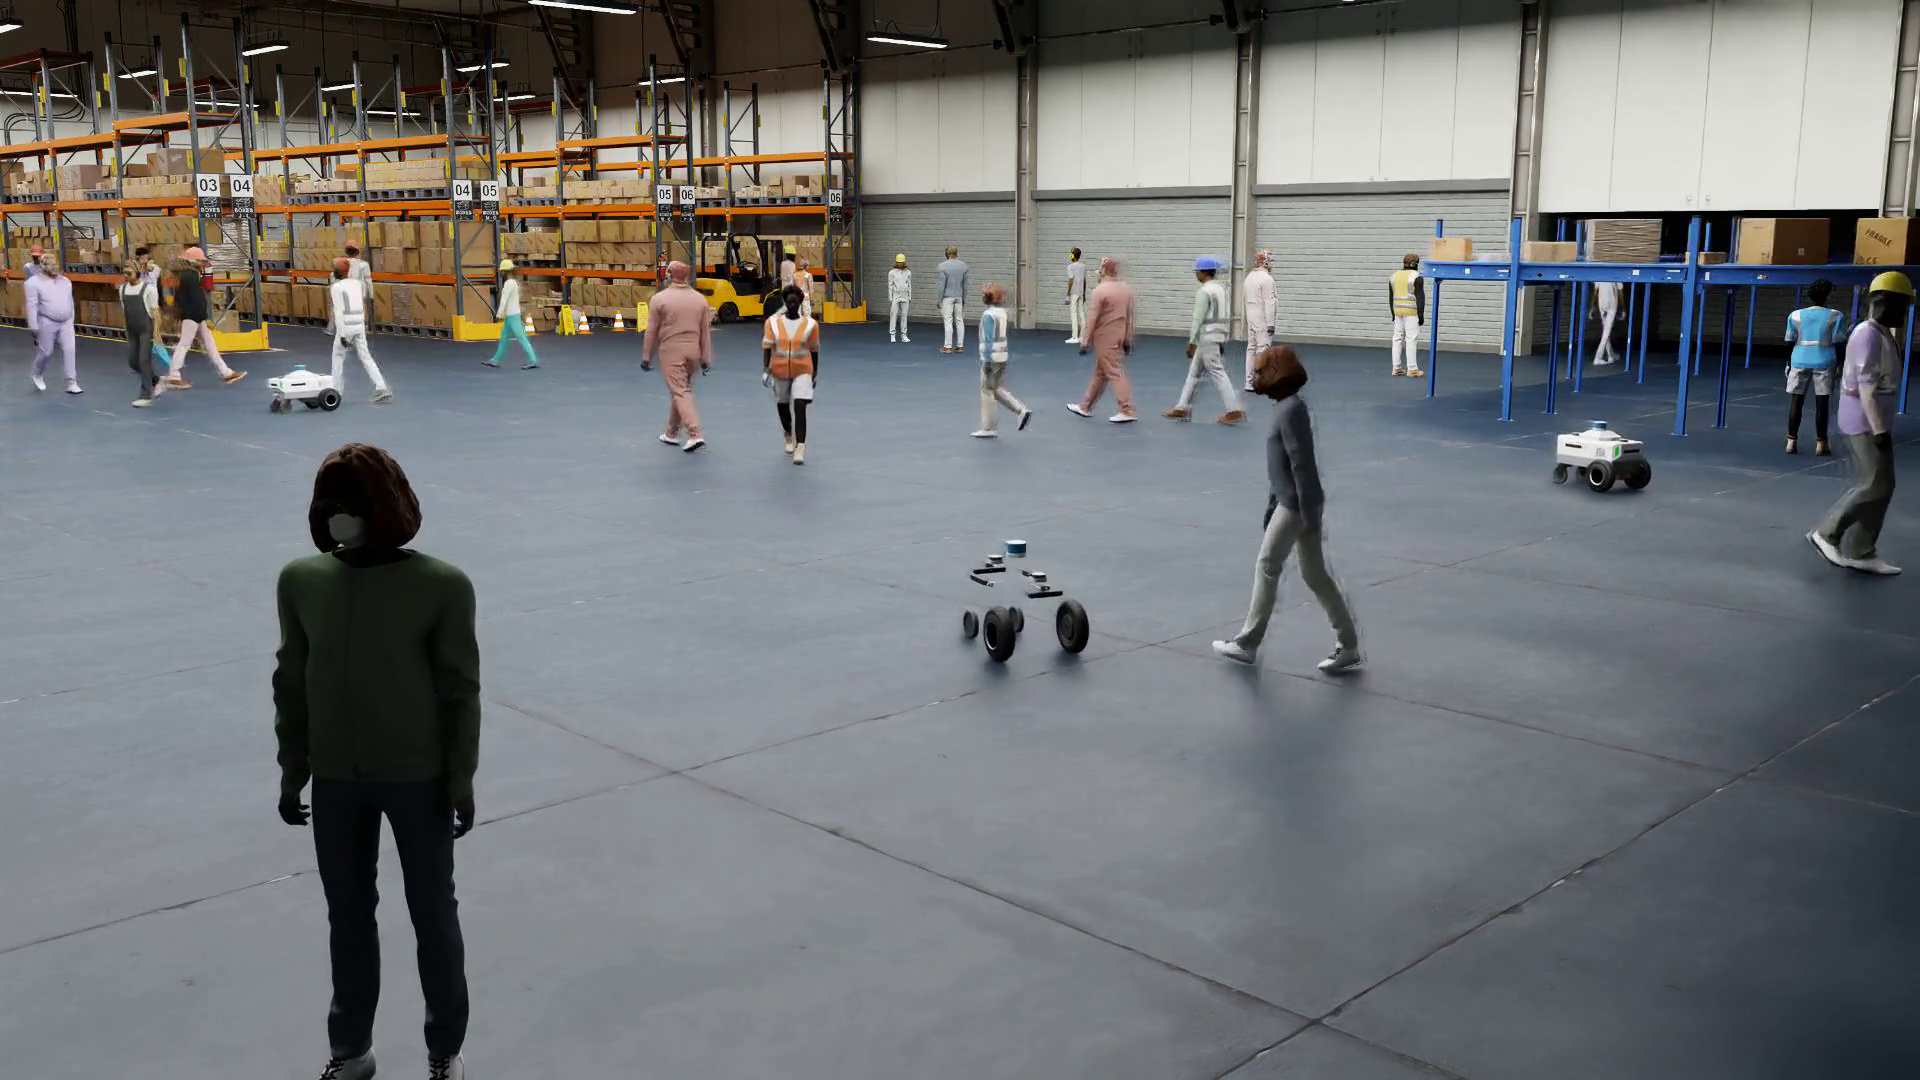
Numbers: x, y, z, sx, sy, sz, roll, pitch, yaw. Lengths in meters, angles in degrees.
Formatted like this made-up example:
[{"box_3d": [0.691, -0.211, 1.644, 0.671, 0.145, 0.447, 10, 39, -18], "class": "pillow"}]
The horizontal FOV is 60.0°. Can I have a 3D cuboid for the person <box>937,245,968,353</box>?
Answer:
[{"box_3d": [-0.146, -4.350, 30.027, 0.636, 1.937, 0.358, -7, 13, -34], "class": "person"}]

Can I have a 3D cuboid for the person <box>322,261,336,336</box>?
[{"box_3d": [-12.976, -5.030, 34.660, 0.847, 1.598, 0.544, 6, 12, 28], "class": "person"}]

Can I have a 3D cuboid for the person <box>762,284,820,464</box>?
[{"box_3d": [-1.585, -1.594, 15.741, 0.530, 1.664, 0.823, 0, 10, 1], "class": "person"}]

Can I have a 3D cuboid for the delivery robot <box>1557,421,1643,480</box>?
[{"box_3d": [5.417, -0.764, 14.107, 0.477, 0.478, 0.707, -5, 11, -25], "class": "delivery robot"}]

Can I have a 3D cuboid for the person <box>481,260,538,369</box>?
[{"box_3d": [-7.159, -3.570, 26.377, 0.912, 1.719, 0.526, -1, 10, -6], "class": "person"}]

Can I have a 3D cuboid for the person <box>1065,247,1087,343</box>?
[{"box_3d": [2.283, -4.821, 32.784, 0.526, 1.869, 0.315, -9, 14, -40], "class": "person"}]

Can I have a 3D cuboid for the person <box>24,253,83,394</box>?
[{"box_3d": [-12.262, -2.924, 22.432, 0.862, 1.877, 0.650, 7, 12, 33], "class": "person"}]

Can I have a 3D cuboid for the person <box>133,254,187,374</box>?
[{"box_3d": [-12.294, -3.436, 25.375, 0.790, 1.808, 0.591, -3, 11, -17], "class": "person"}]

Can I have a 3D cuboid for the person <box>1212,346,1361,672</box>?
[{"box_3d": [1.638, -0.152, 8.127, 0.735, 1.579, 0.525, 4, 11, 20], "class": "person"}]

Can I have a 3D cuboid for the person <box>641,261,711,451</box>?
[{"box_3d": [-2.796, -1.831, 16.533, 1.004, 1.861, 0.642, 10, 15, 44], "class": "person"}]

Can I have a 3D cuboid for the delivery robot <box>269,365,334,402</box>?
[{"box_3d": [-7.982, -1.876, 20.173, 0.477, 0.478, 0.707, 10, 14, 43], "class": "delivery robot"}]

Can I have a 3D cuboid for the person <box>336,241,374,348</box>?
[{"box_3d": [-11.428, -4.638, 31.449, 0.641, 1.989, 1.031, -2, 11, -13], "class": "person"}]

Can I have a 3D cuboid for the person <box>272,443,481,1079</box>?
[{"box_3d": [-1.391, 0.577, 3.987, 0.498, 1.634, 0.278, 1, 10, 4], "class": "person"}]

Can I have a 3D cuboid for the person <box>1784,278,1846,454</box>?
[{"box_3d": [8.290, -1.686, 16.160, 0.533, 1.697, 0.319, 8, 13, 37], "class": "person"}]

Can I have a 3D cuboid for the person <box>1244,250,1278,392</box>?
[{"box_3d": [4.084, -2.942, 22.439, 0.407, 1.908, 0.642, -3, 11, -18], "class": "person"}]

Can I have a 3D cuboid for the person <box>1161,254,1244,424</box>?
[{"box_3d": [2.787, -2.258, 18.744, 0.993, 1.898, 0.628, 5, 11, 23], "class": "person"}]

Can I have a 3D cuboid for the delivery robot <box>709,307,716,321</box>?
[{"box_3d": [-6.174, -5.436, 39.585, 0.707, 0.478, 0.477, 6, 12, 29], "class": "delivery robot"}]

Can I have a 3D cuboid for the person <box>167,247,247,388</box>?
[{"box_3d": [-10.591, -3.094, 23.174, 1.062, 1.933, 0.619, -4, 11, -21], "class": "person"}]

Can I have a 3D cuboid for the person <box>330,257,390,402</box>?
[{"box_3d": [-7.707, -2.662, 21.118, 0.964, 1.844, 0.580, 4, 11, 23], "class": "person"}]

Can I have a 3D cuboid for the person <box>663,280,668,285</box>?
[{"box_3d": [-6.982, -6.236, 40.425, 0.554, 1.907, 0.943, -8, 13, -38], "class": "person"}]

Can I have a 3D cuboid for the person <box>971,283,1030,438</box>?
[{"box_3d": [0.409, -1.874, 17.399, 0.527, 1.624, 0.519, 4, 11, 20], "class": "person"}]

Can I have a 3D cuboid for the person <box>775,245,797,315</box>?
[{"box_3d": [-3.739, -5.397, 35.849, 0.817, 1.904, 0.591, -6, 12, -31], "class": "person"}]

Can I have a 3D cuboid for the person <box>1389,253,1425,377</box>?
[{"box_3d": [6.771, -3.398, 25.121, 0.429, 1.838, 0.621, -7, 13, -34], "class": "person"}]

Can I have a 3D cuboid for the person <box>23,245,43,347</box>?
[{"box_3d": [-17.479, -4.628, 31.620, 0.570, 1.905, 0.875, -5, 11, -23], "class": "person"}]

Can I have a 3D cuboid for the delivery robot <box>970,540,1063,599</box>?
[{"box_3d": [0.292, 0.119, 8.583, 0.335, 0.223, 0.698, -5, 11, -23], "class": "delivery robot"}]

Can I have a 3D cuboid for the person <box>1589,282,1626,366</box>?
[{"box_3d": [10.686, -3.792, 27.312, 0.893, 1.825, 0.555, -7, 12, -33], "class": "person"}]

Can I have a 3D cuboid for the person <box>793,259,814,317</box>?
[{"box_3d": [-3.106, -4.739, 32.970, 0.514, 1.639, 0.314, 8, 13, 36], "class": "person"}]

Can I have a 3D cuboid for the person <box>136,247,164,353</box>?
[{"box_3d": [-14.823, -4.339, 30.117, 0.934, 1.874, 0.620, 5, 11, 24], "class": "person"}]

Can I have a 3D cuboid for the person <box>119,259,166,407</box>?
[{"box_3d": [-10.183, -2.590, 20.761, 0.509, 1.823, 0.647, 2, 11, 11], "class": "person"}]

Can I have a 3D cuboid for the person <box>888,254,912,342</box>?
[{"box_3d": [-1.183, -4.810, 33.070, 0.492, 1.740, 0.319, -5, 11, -23], "class": "person"}]

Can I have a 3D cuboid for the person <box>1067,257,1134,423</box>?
[{"box_3d": [1.625, -2.281, 18.966, 0.983, 1.850, 0.671, 7, 13, 35], "class": "person"}]

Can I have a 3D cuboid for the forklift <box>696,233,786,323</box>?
[{"box_3d": [-5.496, -6.489, 41.108, 2.313, 2.155, 1.214, -10, 14, -44], "class": "forklift"}]

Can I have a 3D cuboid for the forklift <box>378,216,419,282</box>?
[{"box_3d": [-17.868, -9.201, 54.028, 1.873, 2.768, 1.129, -10, 14, -44], "class": "forklift"}]

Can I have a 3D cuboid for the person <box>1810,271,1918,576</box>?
[{"box_3d": [5.682, -0.726, 10.392, 0.497, 1.887, 0.628, 9, 13, 39], "class": "person"}]
